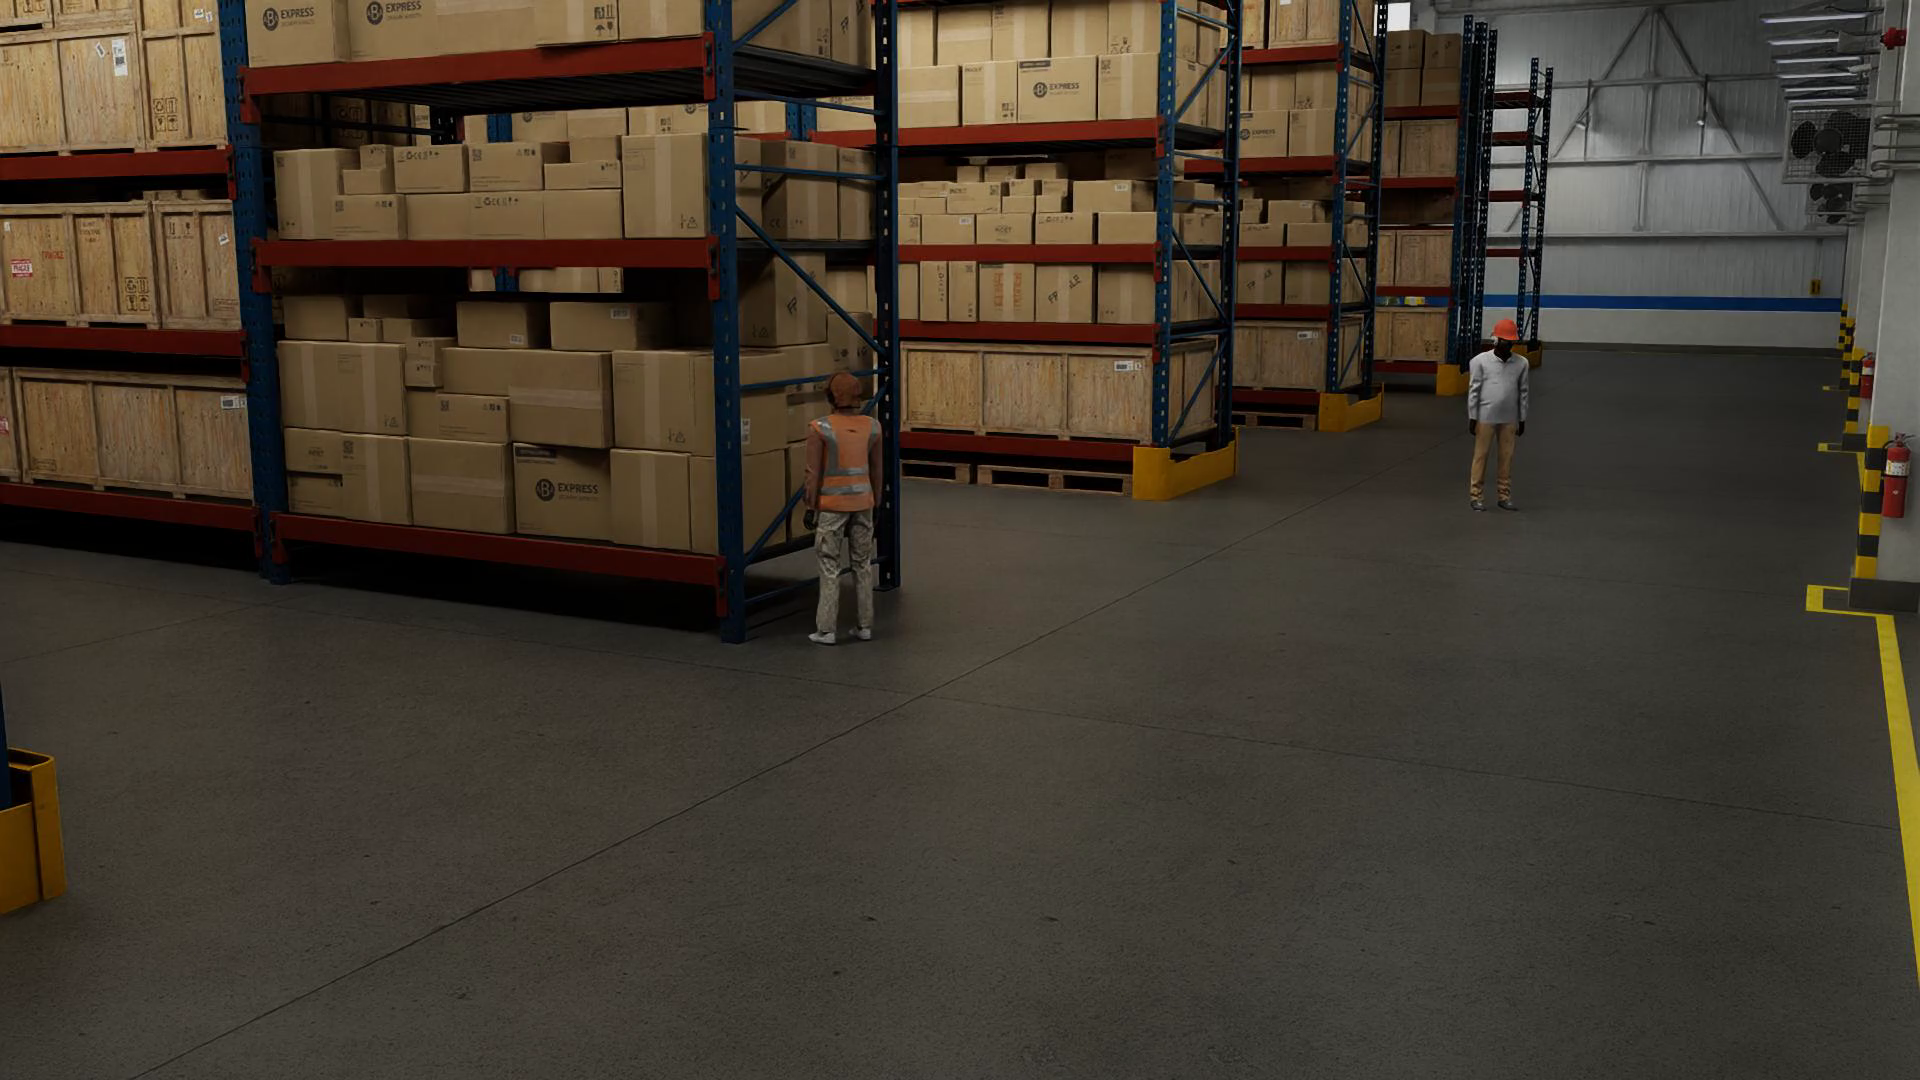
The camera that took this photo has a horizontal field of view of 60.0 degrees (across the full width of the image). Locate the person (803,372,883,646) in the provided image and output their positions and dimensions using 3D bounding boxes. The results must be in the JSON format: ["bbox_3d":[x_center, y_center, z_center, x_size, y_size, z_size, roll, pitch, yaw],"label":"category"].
[{"bbox_3d":[-0.688,-0.184,9.927,0.524,1.631,0.315,-6,12,-33],"label":"person"}]

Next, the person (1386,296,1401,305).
[{"bbox_3d":[8.586,-4.255,32.899,0.443,1.830,0.594,3,10,15],"label":"person"}]

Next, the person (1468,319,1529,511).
[{"bbox_3d":[4.876,-1.125,15.048,0.563,1.743,0.351,-1,10,-4],"label":"person"}]
